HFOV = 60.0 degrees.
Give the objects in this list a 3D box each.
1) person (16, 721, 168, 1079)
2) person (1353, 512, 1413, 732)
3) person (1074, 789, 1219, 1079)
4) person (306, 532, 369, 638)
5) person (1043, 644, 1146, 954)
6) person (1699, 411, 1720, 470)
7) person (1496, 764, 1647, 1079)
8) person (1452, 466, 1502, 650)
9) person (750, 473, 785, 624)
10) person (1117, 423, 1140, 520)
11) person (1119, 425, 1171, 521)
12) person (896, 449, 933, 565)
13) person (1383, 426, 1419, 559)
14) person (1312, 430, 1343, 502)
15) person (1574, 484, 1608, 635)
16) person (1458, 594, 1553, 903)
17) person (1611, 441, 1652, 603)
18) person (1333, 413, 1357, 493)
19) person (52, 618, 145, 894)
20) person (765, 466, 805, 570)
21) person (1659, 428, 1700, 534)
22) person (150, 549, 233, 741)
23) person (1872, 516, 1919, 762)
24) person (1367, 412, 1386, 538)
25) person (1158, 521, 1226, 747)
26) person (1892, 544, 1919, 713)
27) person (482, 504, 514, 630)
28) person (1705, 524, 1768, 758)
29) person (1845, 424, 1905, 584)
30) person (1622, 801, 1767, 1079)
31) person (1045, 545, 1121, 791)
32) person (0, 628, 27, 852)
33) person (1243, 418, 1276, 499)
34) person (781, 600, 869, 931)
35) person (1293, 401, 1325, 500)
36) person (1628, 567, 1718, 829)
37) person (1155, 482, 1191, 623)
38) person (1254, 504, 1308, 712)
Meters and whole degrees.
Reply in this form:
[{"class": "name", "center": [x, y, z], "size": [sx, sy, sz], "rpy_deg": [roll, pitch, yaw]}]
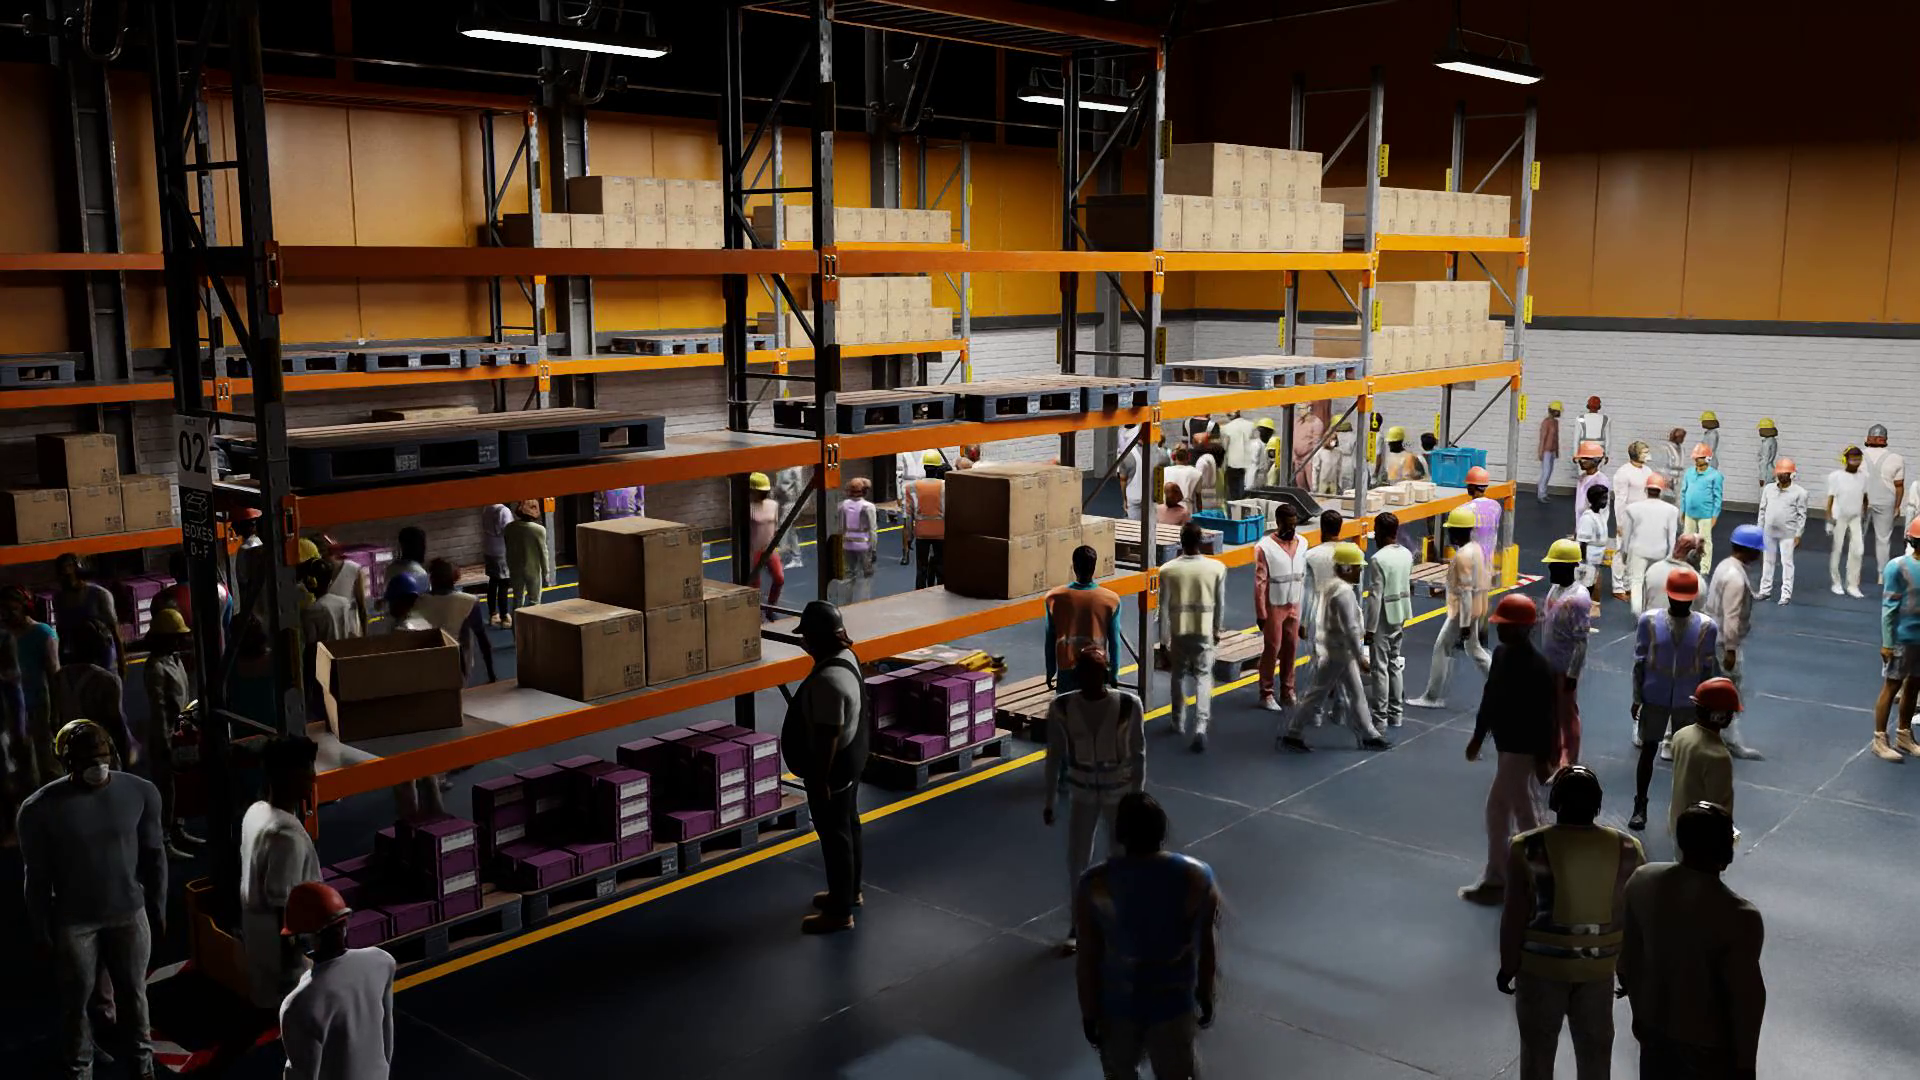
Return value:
[{"class": "person", "center": [-4.097, 1.794, 7.925], "size": [0.622, 1.932, 0.368], "rpy_deg": [-8, 12, -38]}, {"class": "person", "center": [3.716, 0.709, 14.463], "size": [0.405, 1.908, 0.597], "rpy_deg": [8, 13, 41]}, {"class": "person", "center": [0.793, 1.980, 7.107], "size": [0.628, 1.827, 0.630], "rpy_deg": [0, 10, 2]}, {"class": "person", "center": [-5.350, 0.789, 14.308], "size": [0.590, 1.801, 0.855], "rpy_deg": [-1, 10, -9]}, {"class": "person", "center": [0.798, 1.507, 9.782], "size": [0.631, 1.872, 0.462], "rpy_deg": [2, 10, 14]}, {"class": "person", "center": [11.735, -1.160, 26.124], "size": [0.325, 1.737, 0.490], "rpy_deg": [3, 10, 17]}, {"class": "person", "center": [2.729, 1.907, 7.495], "size": [0.633, 1.843, 0.429], "rpy_deg": [0, 10, 1]}, {"class": "person", "center": [5.391, 0.191, 17.441], "size": [0.546, 1.941, 0.354], "rpy_deg": [-6, 11, -31]}, {"class": "person", "center": [-2.174, 0.129, 18.382], "size": [0.525, 1.746, 0.466], "rpy_deg": [-8, 12, -39]}, {"class": "person", "center": [2.573, -1.086, 25.138], "size": [0.390, 1.919, 0.583], "rpy_deg": [-8, 12, -39]}, {"class": "person", "center": [2.423, -0.543, 21.530], "size": [0.682, 2.000, 0.537], "rpy_deg": [4, 10, 21]}, {"class": "person", "center": [-0.588, -0.624, 22.311], "size": [0.545, 1.940, 0.352], "rpy_deg": [-1, 10, -4]}, {"class": "person", "center": [5.823, -0.571, 22.104], "size": [0.494, 1.903, 0.596], "rpy_deg": [-2, 10, -14]}, {"class": "person", "center": [5.372, -0.804, 24.363], "size": [0.505, 1.618, 0.338], "rpy_deg": [-4, 10, -23]}, {"class": "person", "center": [6.811, 0.223, 17.998], "size": [0.322, 1.688, 0.545], "rpy_deg": [7, 12, 38]}, {"class": "person", "center": [3.460, 1.313, 10.628], "size": [0.811, 1.968, 0.609], "rpy_deg": [-1, 10, -6]}, {"class": "person", "center": [8.060, -0.223, 19.922], "size": [0.632, 1.940, 0.368], "rpy_deg": [-7, 12, -36]}, {"class": "person", "center": [5.907, -1.070, 25.587], "size": [0.655, 1.742, 0.521], "rpy_deg": [-1, 10, -5]}, {"class": "person", "center": [-5.453, 1.405, 10.504], "size": [0.504, 1.839, 0.342], "rpy_deg": [3, 10, 18]}, {"class": "person", "center": [-2.367, -0.439, 21.867], "size": [0.798, 1.710, 0.491], "rpy_deg": [-9, 13, -42]}, {"class": "person", "center": [10.608, -0.853, 24.706], "size": [0.517, 1.594, 0.835], "rpy_deg": [-5, 11, -26]}, {"class": "person", "center": [-6.013, 0.979, 13.045], "size": [0.429, 1.842, 0.626], "rpy_deg": [9, 13, 42]}, {"class": "person", "center": [7.776, 0.794, 13.534], "size": [0.611, 2.042, 0.396], "rpy_deg": [-3, 10, -17]}, {"class": "person", "center": [6.101, -0.948, 24.470], "size": [0.309, 1.864, 0.535], "rpy_deg": [3, 10, 16]}, {"class": "person", "center": [1.959, 0.783, 14.081], "size": [0.574, 1.884, 0.905], "rpy_deg": [1, 10, 5]}, {"class": "person", "center": [8.719, 0.642, 15.072], "size": [0.384, 1.835, 0.562], "rpy_deg": [0, 10, 3]}, {"class": "person", "center": [-5.105, 0.143, 18.449], "size": [0.321, 1.699, 0.535], "rpy_deg": [-8, 12, -40]}, {"class": "person", "center": [6.434, 0.803, 13.877], "size": [0.448, 1.930, 0.655], "rpy_deg": [3, 10, 17]}, {"class": "person", "center": [11.573, -0.469, 21.082], "size": [0.672, 2.000, 0.536], "rpy_deg": [6, 11, 32]}, {"class": "person", "center": [2.950, 1.989, 6.715], "size": [0.371, 1.940, 0.630], "rpy_deg": [-5, 11, -27]}, {"class": "person", "center": [0.936, 0.994, 12.759], "size": [0.584, 1.911, 0.391], "rpy_deg": [1, 10, 4]}, {"class": "person", "center": [-6.558, 1.224, 11.092], "size": [0.617, 2.018, 0.838], "rpy_deg": [-3, 10, -16]}, {"class": "person", "center": [4.157, -0.744, 23.224], "size": [0.394, 1.882, 0.735], "rpy_deg": [4, 10, 20]}, {"class": "person", "center": [-0.831, 1.352, 10.216], "size": [0.536, 2.000, 0.683], "rpy_deg": [1, 10, 5]}, {"class": "person", "center": [5.494, -1.291, 26.446], "size": [0.401, 1.896, 0.642], "rpy_deg": [-4, 10, -25]}, {"class": "person", "center": [5.067, 1.134, 11.841], "size": [0.542, 1.932, 0.374], "rpy_deg": [4, 10, 21]}, {"class": "person", "center": [2.353, 0.157, 18.565], "size": [0.501, 1.631, 0.285], "rpy_deg": [9, 13, 43]}, {"class": "person", "center": [2.906, 0.605, 15.082], "size": [0.603, 1.906, 0.411], "rpy_deg": [-6, 11, -32]}]
